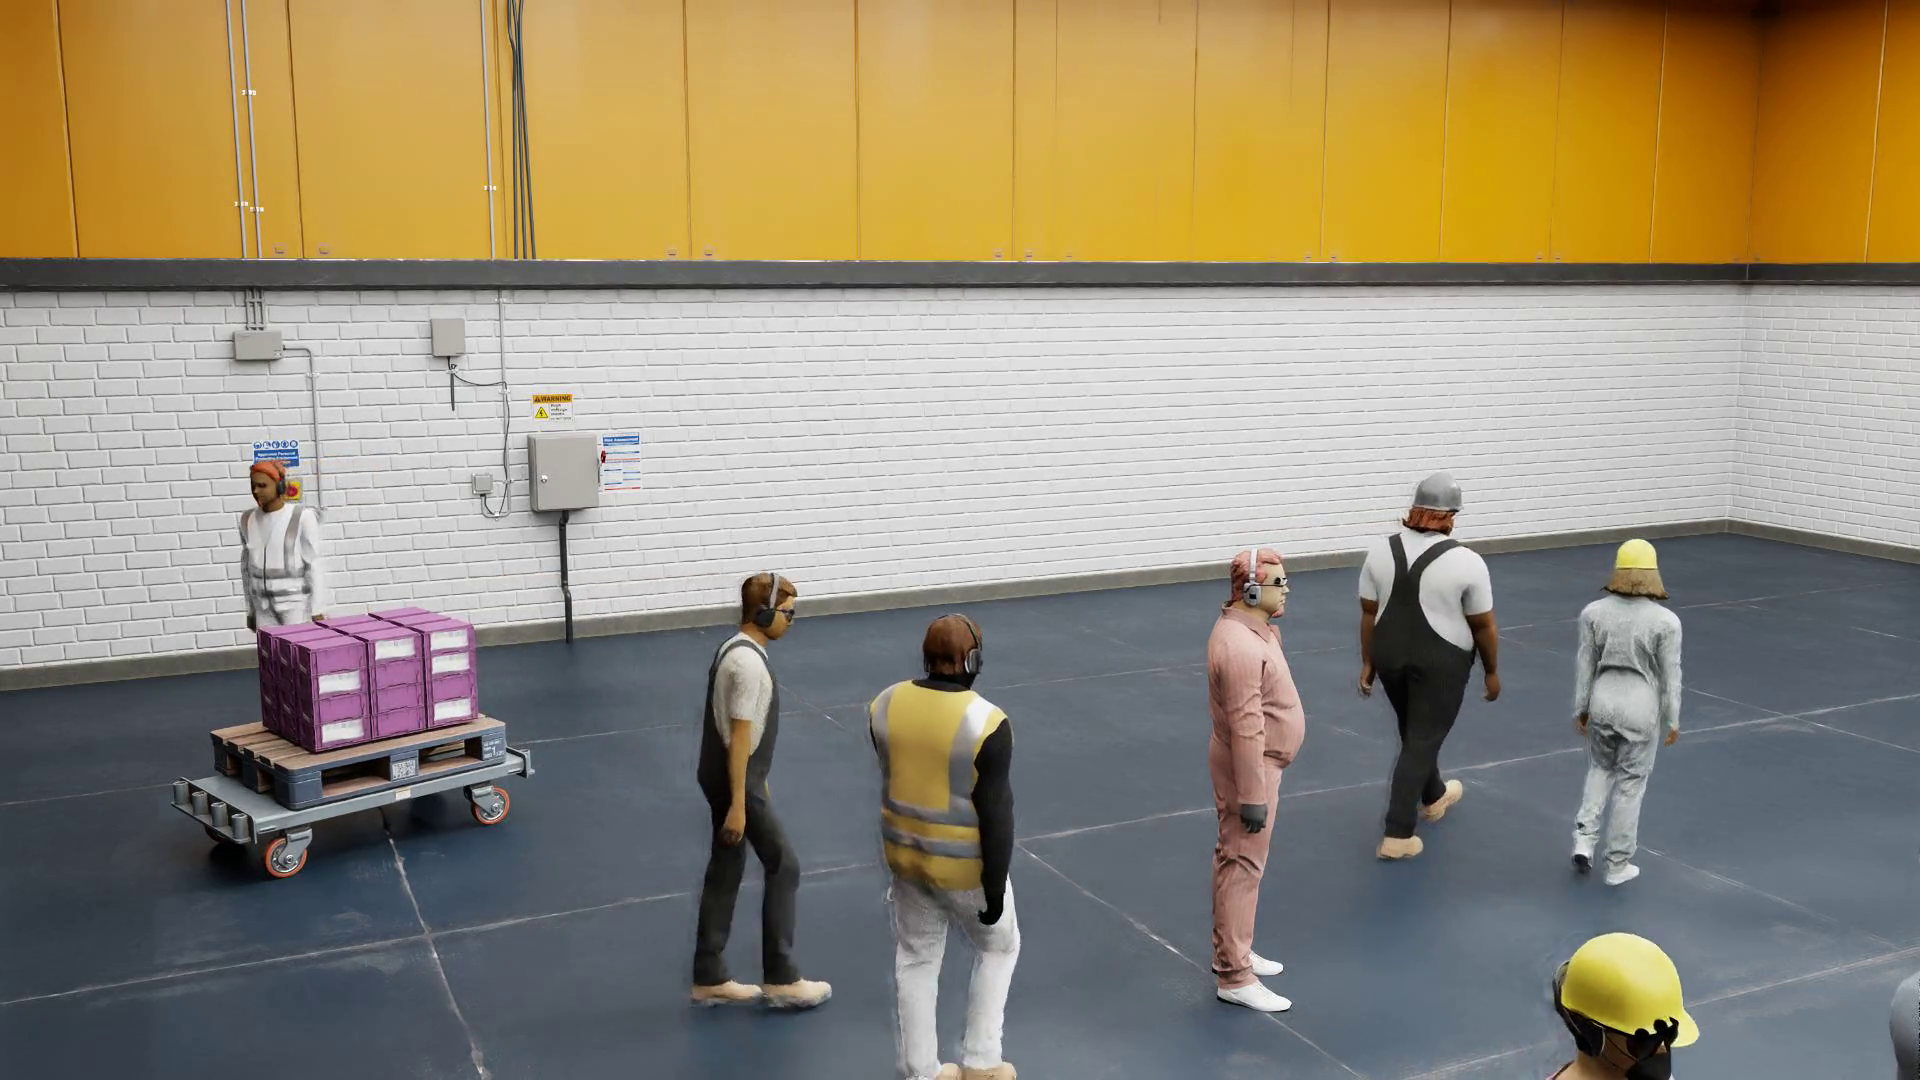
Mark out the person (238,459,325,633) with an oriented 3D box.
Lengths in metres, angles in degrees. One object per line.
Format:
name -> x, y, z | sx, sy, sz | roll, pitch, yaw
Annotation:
person -> -4.272, 0.408, 10.567 | 0.599, 1.871, 0.602 | 3, 9, 15

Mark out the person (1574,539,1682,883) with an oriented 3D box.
person -> 3.314, 0.854, 8.252 | 0.356, 1.727, 0.491 | -9, 13, -43

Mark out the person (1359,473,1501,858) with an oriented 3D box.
person -> 2.505, 0.607, 8.805 | 1.056, 2.000, 0.693 | -8, 12, -41

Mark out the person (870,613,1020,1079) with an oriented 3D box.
person -> -0.015, 1.162, 6.083 | 0.620, 1.814, 0.549 | 6, 11, 33

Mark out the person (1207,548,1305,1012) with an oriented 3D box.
person -> 1.223, 0.976, 6.931 | 0.408, 1.909, 0.642 | 1, 9, 7

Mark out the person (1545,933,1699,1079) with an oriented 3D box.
person -> 1.352, 1.638, 3.327 | 0.545, 1.733, 0.812 | -8, 12, -39

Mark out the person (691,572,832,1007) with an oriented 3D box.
person -> -0.819, 1.041, 6.867 | 0.709, 1.798, 0.575 | -3, 10, -18

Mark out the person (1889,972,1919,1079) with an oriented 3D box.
person -> 2.178, 1.498, 3.588 | 0.629, 1.940, 0.378 | -5, 10, -28
